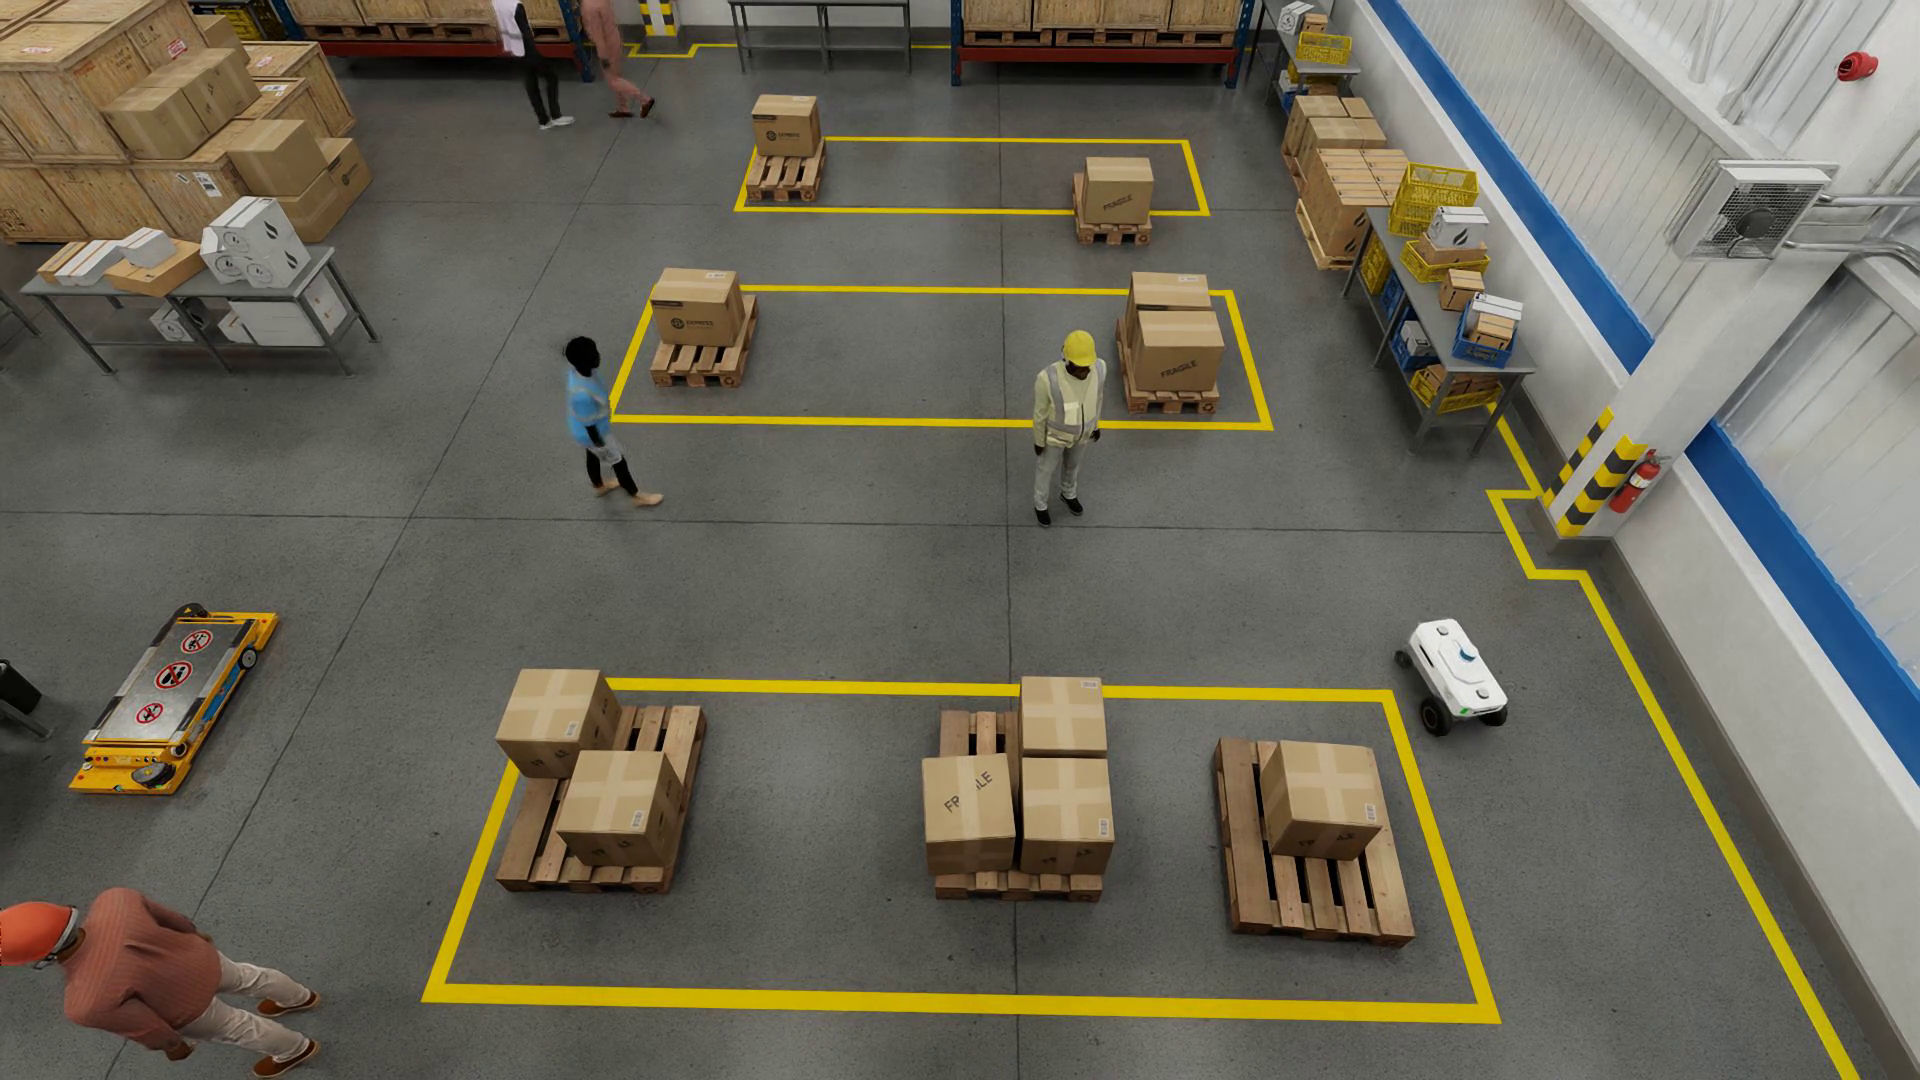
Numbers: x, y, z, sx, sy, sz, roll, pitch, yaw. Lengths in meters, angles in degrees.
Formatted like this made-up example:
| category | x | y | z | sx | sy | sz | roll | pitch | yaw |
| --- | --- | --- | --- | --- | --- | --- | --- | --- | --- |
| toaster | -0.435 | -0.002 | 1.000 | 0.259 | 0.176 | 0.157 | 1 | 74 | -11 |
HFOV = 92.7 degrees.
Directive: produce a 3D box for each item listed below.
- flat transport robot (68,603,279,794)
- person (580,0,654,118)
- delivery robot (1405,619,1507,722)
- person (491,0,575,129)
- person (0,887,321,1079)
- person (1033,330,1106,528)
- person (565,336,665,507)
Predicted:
| category | x | y | z | sx | sy | sz | roll | pitch | yaw |
| --- | --- | --- | --- | --- | --- | --- | --- | --- | --- |
| flat transport robot | -5.504 | 1.072 | 6.442 | 0.652 | 0.197 | 1.431 | 1 | 50 | 1 |
| person | -4.397 | -6.267 | 11.606 | 0.597 | 1.882 | 0.676 | -2 | 50 | -2 |
| delivery robot | 3.435 | 0.895 | 6.348 | 0.477 | 0.478 | 0.707 | -8 | 50 | -7 |
| person | -5.397 | -6.155 | 11.489 | 0.622 | 1.907 | 0.560 | 31 | 56 | 23 |
| person | -3.777 | 2.157 | 4.403 | 0.391 | 1.993 | 0.614 | -15 | 51 | -12 |
| person | 0.832 | -0.843 | 7.045 | 0.586 | 1.835 | 0.403 | -19 | 52 | -15 |
| person | -2.819 | -0.896 | 7.203 | 0.591 | 1.660 | 0.538 | -14 | 51 | -11 |
